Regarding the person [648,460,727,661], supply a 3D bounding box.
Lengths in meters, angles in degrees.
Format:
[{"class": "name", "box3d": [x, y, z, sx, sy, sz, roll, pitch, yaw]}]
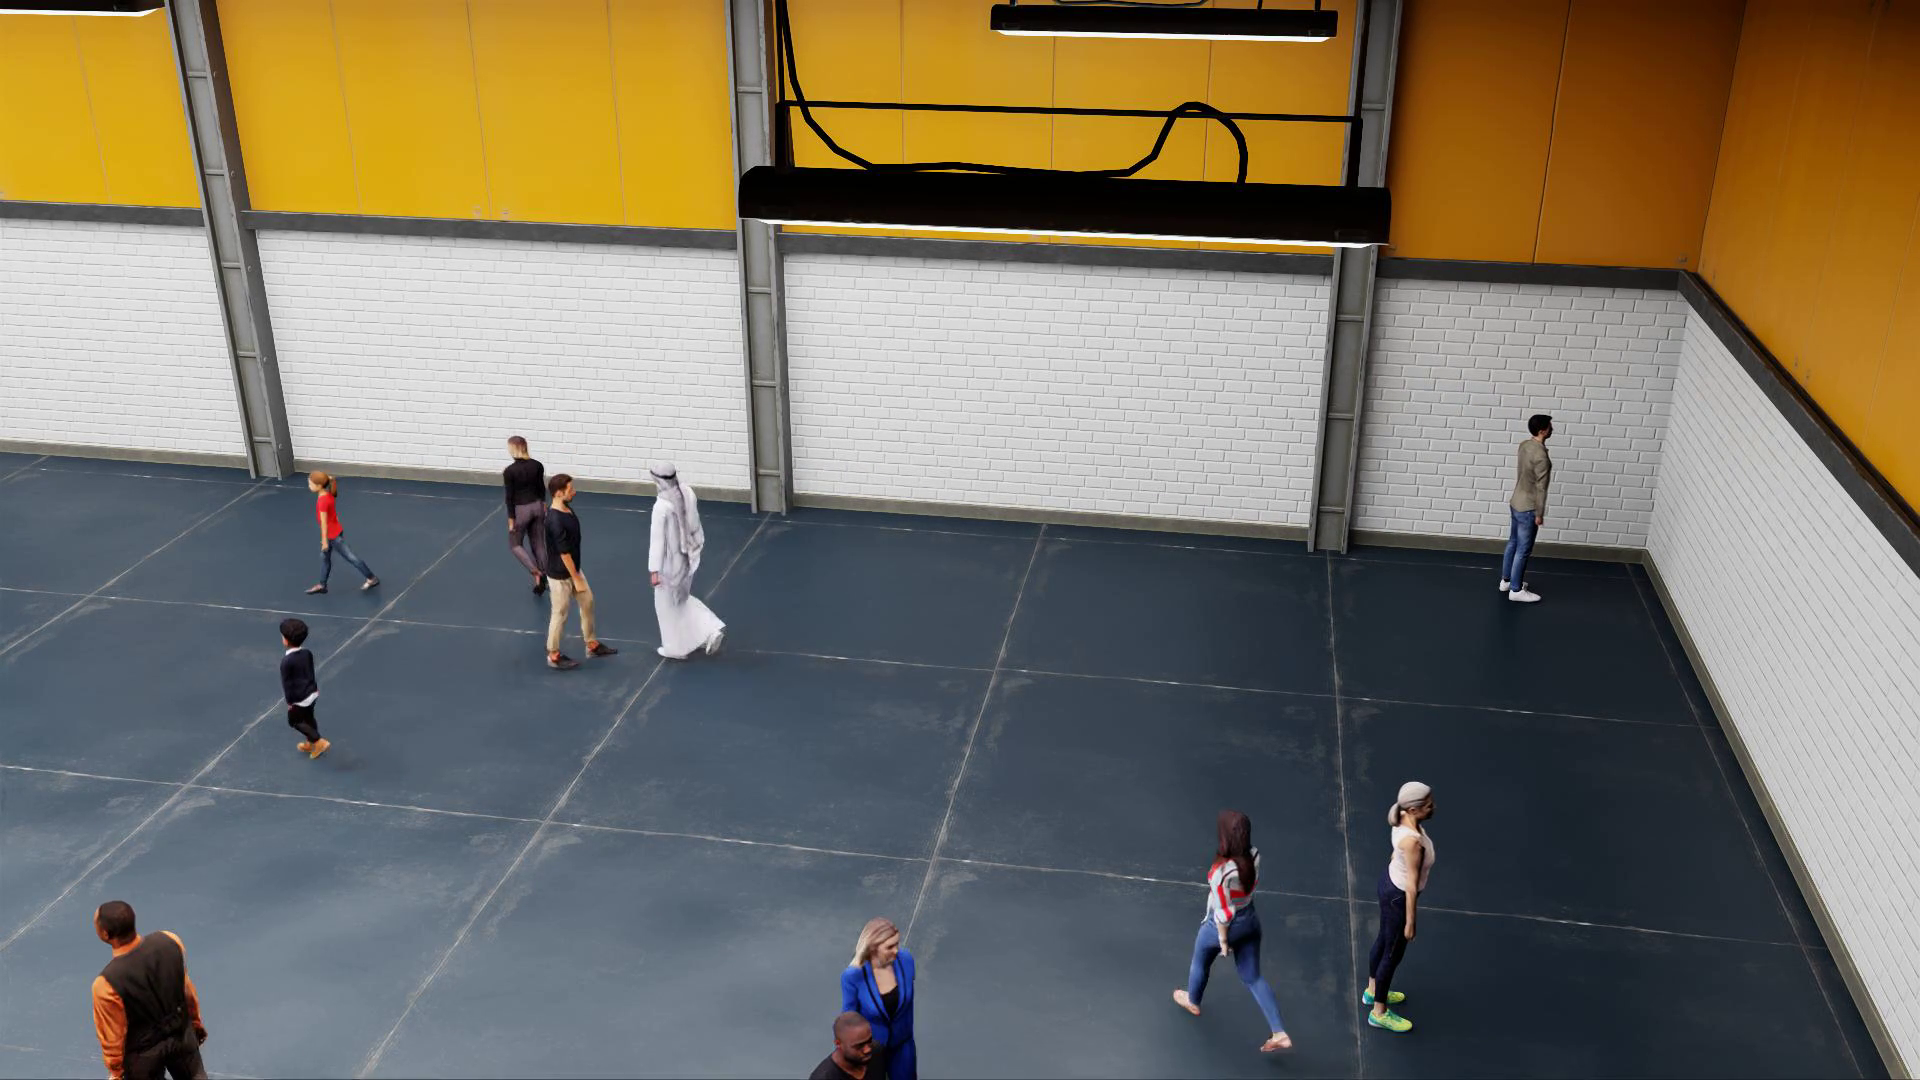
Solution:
[{"class": "person", "box3d": [-2.430, 0.210, 14.705, 1.013, 1.907, 0.894, 11, 26, 23]}]

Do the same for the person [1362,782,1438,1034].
[{"class": "person", "box3d": [2.720, 2.237, 10.325, 0.549, 1.701, 0.620, 2, 24, 5]}]

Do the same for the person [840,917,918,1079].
[{"class": "person", "box3d": [-0.499, 2.750, 9.173, 0.752, 1.684, 0.829, -10, 25, -21]}]

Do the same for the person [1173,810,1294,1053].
[{"class": "person", "box3d": [1.734, 2.402, 10.110, 1.064, 1.570, 1.121, -17, 29, -33]}]

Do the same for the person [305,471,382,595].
[{"class": "person", "box3d": [-5.991, -0.057, 16.097, 0.988, 1.281, 0.750, -6, 24, -14]}]

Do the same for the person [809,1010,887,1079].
[{"class": "person", "box3d": [-0.542, 3.076, 8.259, 0.725, 1.818, 0.743, 18, 29, 35]}]

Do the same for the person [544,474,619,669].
[{"class": "person", "box3d": [-3.566, 0.292, 14.612, 0.877, 1.831, 0.729, 0, 24, 0]}]

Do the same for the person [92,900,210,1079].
[{"class": "person", "box3d": [-4.255, 2.737, 8.938, 1.070, 1.897, 0.931, 13, 27, 28]}]

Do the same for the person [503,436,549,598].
[{"class": "person", "box3d": [-4.092, -0.183, 15.916, 0.829, 1.657, 0.771, 22, 32, 40]}]

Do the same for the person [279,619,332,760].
[{"class": "person", "box3d": [-5.227, 1.206, 13.288, 0.632, 1.217, 0.544, 7, 25, 16]}]

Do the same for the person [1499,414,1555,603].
[{"class": "person", "box3d": [5.447, -0.327, 15.987, 0.658, 1.864, 0.746, -1, 24, -2]}]
